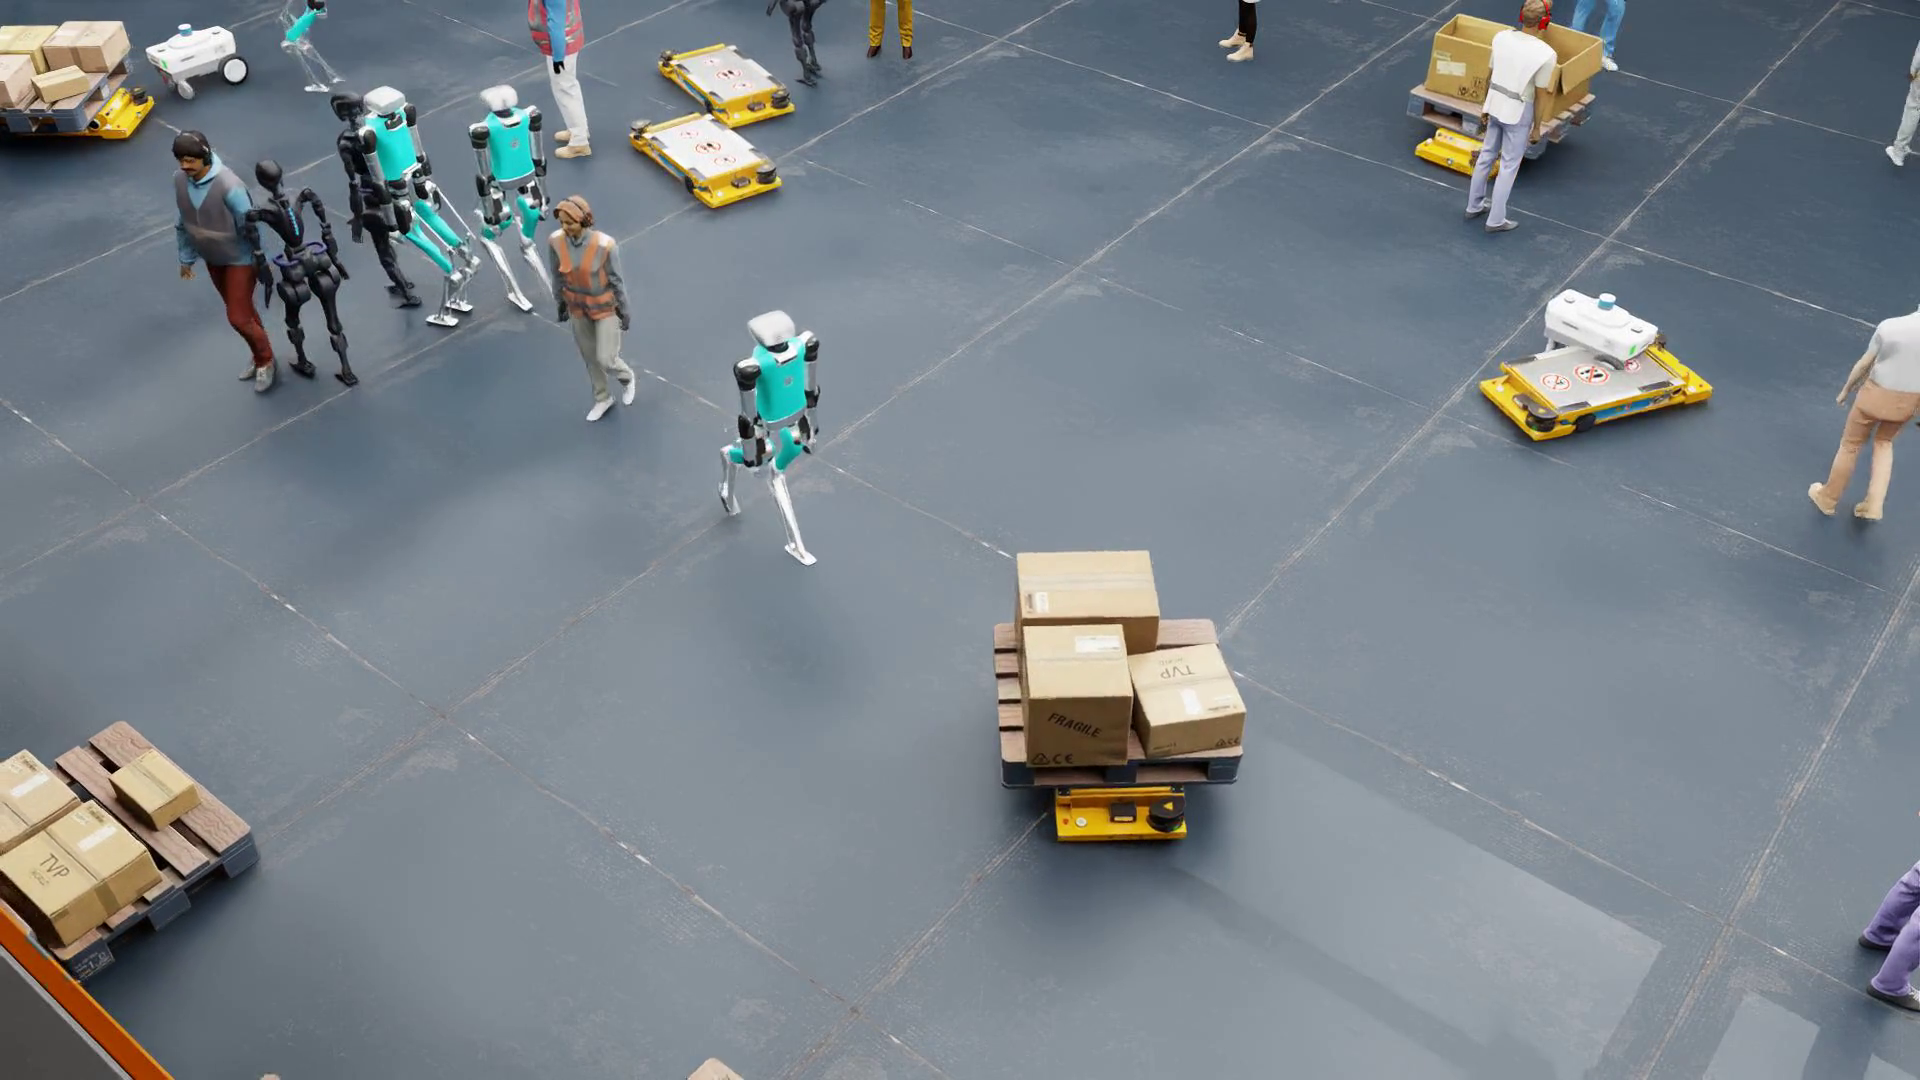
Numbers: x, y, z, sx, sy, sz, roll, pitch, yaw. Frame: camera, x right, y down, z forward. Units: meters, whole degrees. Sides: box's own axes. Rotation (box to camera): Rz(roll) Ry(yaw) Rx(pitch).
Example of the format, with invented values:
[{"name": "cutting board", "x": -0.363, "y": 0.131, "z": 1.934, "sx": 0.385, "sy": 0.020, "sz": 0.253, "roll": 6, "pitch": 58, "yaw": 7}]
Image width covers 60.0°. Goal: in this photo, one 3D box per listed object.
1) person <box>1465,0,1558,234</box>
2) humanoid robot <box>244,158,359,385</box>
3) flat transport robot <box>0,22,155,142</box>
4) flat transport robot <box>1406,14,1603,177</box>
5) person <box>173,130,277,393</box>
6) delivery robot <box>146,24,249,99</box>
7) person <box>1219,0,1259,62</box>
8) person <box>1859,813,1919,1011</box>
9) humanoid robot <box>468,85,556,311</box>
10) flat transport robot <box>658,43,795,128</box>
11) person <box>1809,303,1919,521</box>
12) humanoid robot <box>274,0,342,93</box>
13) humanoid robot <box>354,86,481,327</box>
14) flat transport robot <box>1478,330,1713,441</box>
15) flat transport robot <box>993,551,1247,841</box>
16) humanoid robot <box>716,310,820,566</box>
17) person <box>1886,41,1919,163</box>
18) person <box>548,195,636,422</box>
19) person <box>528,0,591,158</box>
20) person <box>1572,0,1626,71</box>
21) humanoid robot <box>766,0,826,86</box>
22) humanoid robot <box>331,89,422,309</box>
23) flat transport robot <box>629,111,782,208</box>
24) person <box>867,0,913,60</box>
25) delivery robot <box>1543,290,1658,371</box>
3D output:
[{"name": "person", "x": 4.183, "y": -3.225, "z": 12.665, "sx": 0.396, "sy": 1.838, "sz": 0.558, "roll": -22, "pitch": 45, "yaw": -24}, {"name": "humanoid robot", "x": -4.405, "y": -1.812, "z": 11.127, "sx": 0.572, "sy": 1.638, "sz": 0.583, "roll": 33, "pitch": 50, "yaw": 32}, {"name": "flat transport robot", "x": -7.849, "y": -3.710, "z": 14.443, "sx": 1.431, "sy": 0.231, "sz": 0.659, "roll": 0, "pitch": 40, "yaw": 0}, {"name": "flat transport robot", "x": 4.561, "y": -3.496, "z": 14.191, "sx": 0.659, "sy": 0.231, "sz": 1.431, "roll": 31, "pitch": 49, "yaw": 31}, {"name": "person", "x": -4.881, "y": -1.846, "z": 11.019, "sx": 0.581, "sy": 1.867, "sz": 0.551, "roll": 17, "pitch": 43, "yaw": 19}, {"name": "delivery robot", "x": -6.856, "y": -4.341, "z": 14.979, "sx": 0.512, "sy": 0.614, "sz": 0.785, "roll": 32, "pitch": 50, "yaw": 32}, {"name": "person", "x": 2.606, "y": -5.209, "z": 15.100, "sx": 0.316, "sy": 1.698, "sz": 0.541, "roll": -3, "pitch": 40, "yaw": -4}, {"name": "person", "x": 4.403, "y": 1.350, "z": 7.283, "sx": 0.391, "sy": 1.836, "sz": 0.559, "roll": 11, "pitch": 42, "yaw": 12}, {"name": "humanoid robot", "x": -3.232, "y": -2.407, "z": 11.809, "sx": 0.544, "sy": 1.829, "sz": 0.710, "roll": -30, "pitch": 49, "yaw": -31}, {"name": "flat transport robot", "x": -2.109, "y": -4.101, "z": 14.902, "sx": 0.659, "sy": 0.231, "sz": 1.431, "roll": -22, "pitch": 45, "yaw": -24}, {"name": "person", "x": 5.546, "y": -0.826, "z": 9.927, "sx": 0.468, "sy": 1.731, "sz": 0.403, "roll": 7, "pitch": 41, "yaw": 8}, {"name": "humanoid robot", "x": -5.785, "y": -4.755, "z": 14.567, "sx": 0.755, "sy": 1.815, "sz": 0.531, "roll": -10, "pitch": 41, "yaw": -12}, {"name": "humanoid robot", "x": -3.678, "y": -2.279, "z": 11.581, "sx": 0.680, "sy": 1.737, "sz": 0.531, "roll": 16, "pitch": 43, "yaw": 18}, {"name": "flat transport robot", "x": 4.337, "y": -1.063, "z": 11.329, "sx": 1.431, "sy": 0.231, "sz": 0.659, "roll": -14, "pitch": 42, "yaw": -16}, {"name": "flat transport robot", "x": 0.796, "y": 1.002, "z": 8.899, "sx": 0.659, "sy": 0.231, "sz": 1.431, "roll": -1, "pitch": 40, "yaw": -1}, {"name": "humanoid robot", "x": -1.234, "y": -0.712, "z": 9.798, "sx": 0.548, "sy": 1.760, "sz": 0.973, "roll": -28, "pitch": 48, "yaw": -29}, {"name": "person", "x": 7.932, "y": -3.802, "z": 13.421, "sx": 0.488, "sy": 1.727, "sz": 0.475, "roll": 9, "pitch": 41, "yaw": 10}, {"name": "person", "x": -2.389, "y": -1.481, "z": 10.768, "sx": 0.535, "sy": 1.624, "sz": 0.376, "roll": 14, "pitch": 42, "yaw": 16}, {"name": "person", "x": -3.297, "y": -4.075, "z": 13.670, "sx": 0.430, "sy": 1.830, "sz": 0.635, "roll": -7, "pitch": 41, "yaw": -8}, {"name": "person", "x": 5.815, "y": -5.037, "z": 14.887, "sx": 0.505, "sy": 1.712, "sz": 0.590, "roll": -9, "pitch": 41, "yaw": -11}, {"name": "humanoid robot", "x": -1.440, "y": -4.853, "z": 14.696, "sx": 0.601, "sy": 1.657, "sz": 0.380, "roll": -31, "pitch": 49, "yaw": -31}, {"name": "humanoid robot", "x": -4.151, "y": -2.403, "z": 11.825, "sx": 0.345, "sy": 1.658, "sz": 0.586, "roll": 3, "pitch": 40, "yaw": 3}, {"name": "flat transport robot", "x": -2.134, "y": -3.198, "z": 13.840, "sx": 0.659, "sy": 0.231, "sz": 1.431, "roll": -25, "pitch": 46, "yaw": -27}, {"name": "person", "x": -0.637, "y": -5.234, "z": 15.090, "sx": 0.524, "sy": 1.750, "sz": 0.344, "roll": 5, "pitch": 41, "yaw": 6}, {"name": "delivery robot", "x": 4.450, "y": -1.409, "z": 11.528, "sx": 0.521, "sy": 0.611, "sz": 0.782, "roll": -32, "pitch": 50, "yaw": -32}]
